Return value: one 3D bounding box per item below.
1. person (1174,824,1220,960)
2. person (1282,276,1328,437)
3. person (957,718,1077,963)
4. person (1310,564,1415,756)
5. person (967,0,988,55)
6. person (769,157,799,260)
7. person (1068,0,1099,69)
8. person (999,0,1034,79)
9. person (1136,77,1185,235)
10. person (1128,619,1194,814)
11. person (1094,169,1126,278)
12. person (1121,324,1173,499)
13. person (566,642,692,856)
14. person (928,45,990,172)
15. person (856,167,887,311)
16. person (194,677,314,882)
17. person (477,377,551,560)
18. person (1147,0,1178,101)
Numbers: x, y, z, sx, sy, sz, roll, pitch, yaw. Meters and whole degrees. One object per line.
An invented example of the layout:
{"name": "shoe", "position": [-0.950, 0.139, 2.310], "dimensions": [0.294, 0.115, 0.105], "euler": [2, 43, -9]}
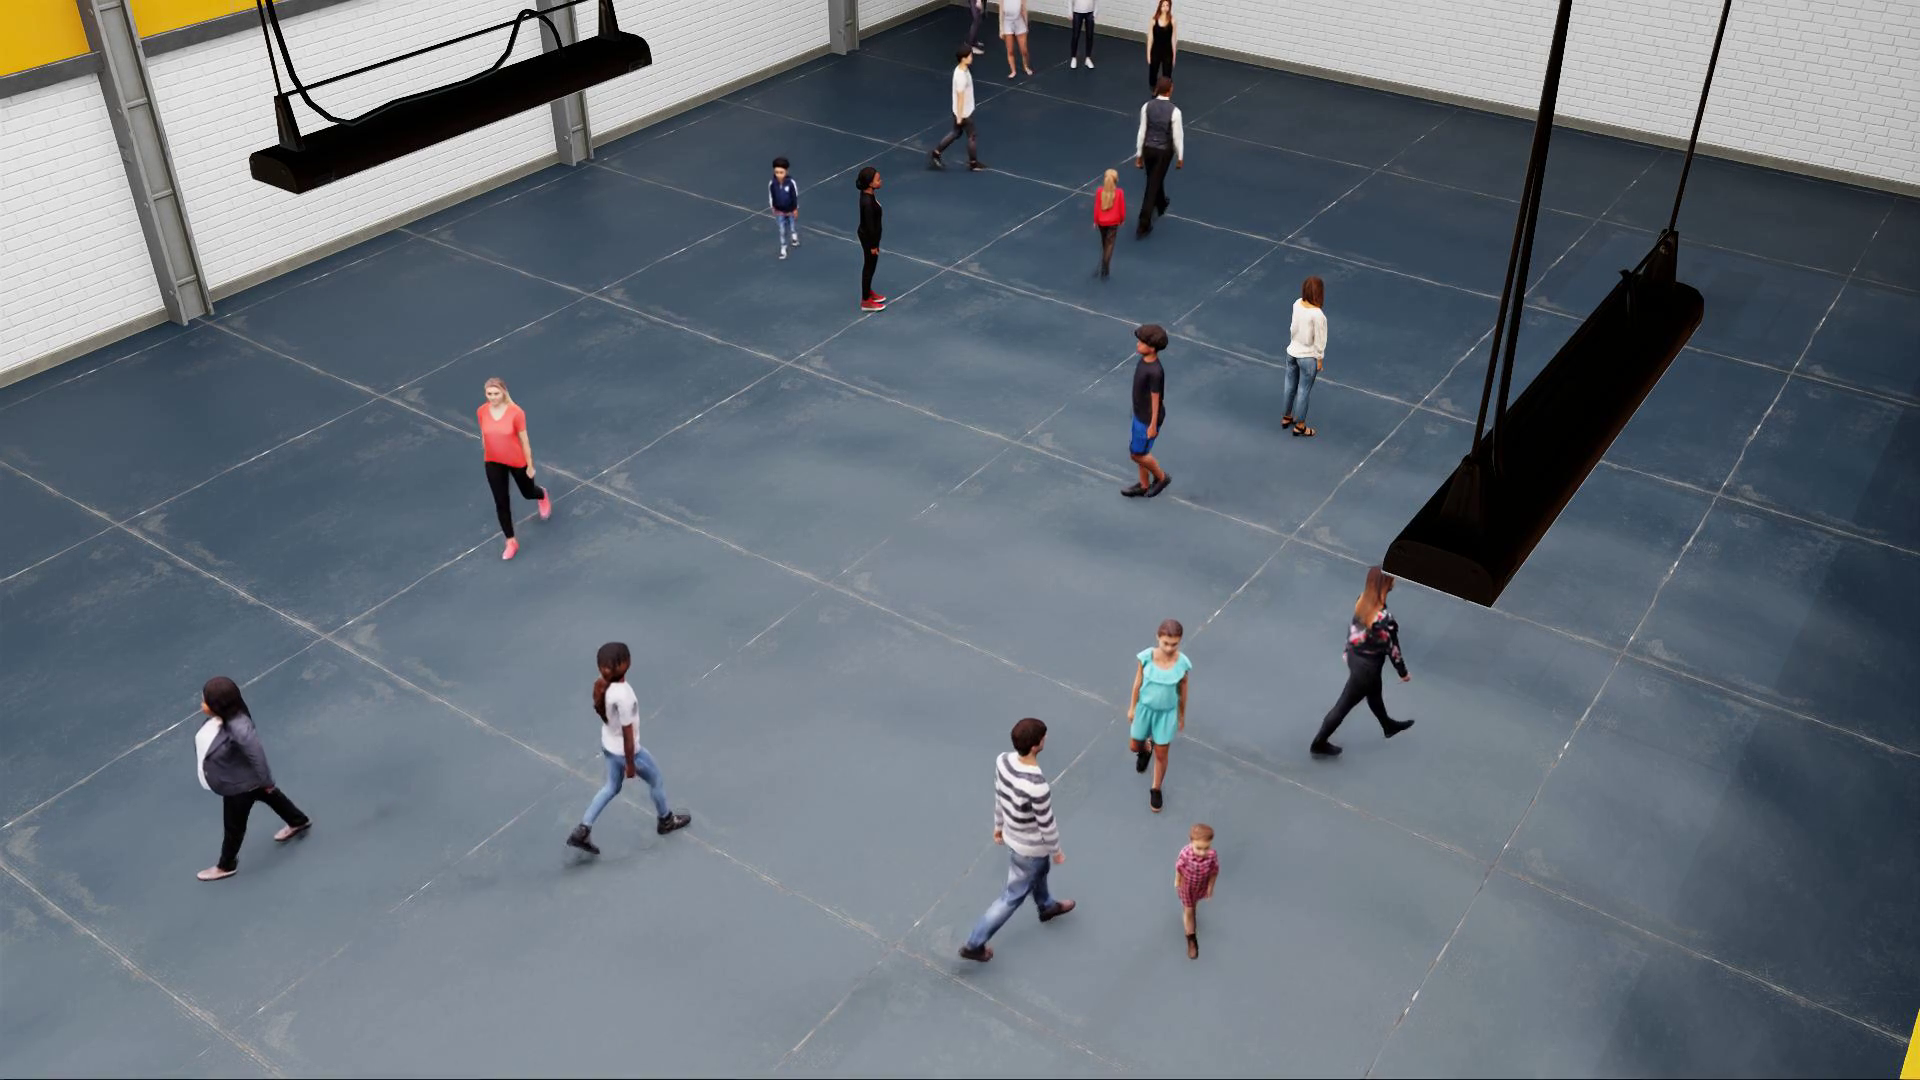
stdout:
{"name": "person", "position": [1.544, 2.196, 10.909], "dimensions": [0.657, 0.996, 0.764], "euler": [0, 34, 0]}
{"name": "person", "position": [3.374, -1.816, 16.325], "dimensions": [0.697, 1.683, 0.695], "euler": [-15, 37, -22]}
{"name": "person", "position": [0.342, 1.945, 10.548], "dimensions": [1.278, 1.813, 1.028], "euler": [-16, 37, -22]}
{"name": "person", "position": [2.891, 0.936, 12.230], "dimensions": [1.105, 1.632, 1.052], "euler": [-4, 34, -7]}
{"name": "person", "position": [0.255, -8.634, 26.488], "dimensions": [0.942, 1.787, 0.776], "euler": [-1, 34, -1]}
{"name": "person", "position": [-2.098, -4.039, 20.104], "dimensions": [0.727, 1.202, 0.869], "euler": [5, 34, 7]}
{"name": "person", "position": [1.932, -8.232, 25.964], "dimensions": [0.700, 1.697, 0.737], "euler": [-2, 34, -3]}
{"name": "person", "position": [0.851, -7.893, 25.531], "dimensions": [0.789, 1.613, 0.790], "euler": [-4, 34, -6]}
{"name": "person", "position": [2.392, -4.684, 20.479], "dimensions": [0.736, 1.861, 1.265], "euler": [20, 38, 27]}
{"name": "person", "position": [1.419, 1.184, 11.930], "dimensions": [0.740, 1.552, 0.875], "euler": [7, 34, 11]}
{"name": "person", "position": [1.741, -3.713, 19.569], "dimensions": [0.688, 1.251, 0.976], "euler": [10, 35, 15]}
{"name": "person", "position": [1.800, -1.155, 15.233], "dimensions": [0.858, 1.790, 0.798], "euler": [-6, 34, -9]}
{"name": "person", "position": [-2.390, 1.463, 11.389], "dimensions": [1.198, 1.686, 0.885], "euler": [-19, 38, -26]}
{"name": "person", "position": [-0.042, -5.762, 22.251], "dimensions": [1.083, 1.695, 1.077], "euler": [-3, 34, -4]}
{"name": "person", "position": [-1.022, -3.403, 18.719], "dimensions": [0.722, 1.676, 0.656], "euler": [-4, 34, -7]}
{"name": "person", "position": [-4.840, 1.558, 11.360], "dimensions": [1.145, 1.559, 0.888], "euler": [-22, 40, -30]}
{"name": "person", "position": [-3.938, -0.712, 14.676], "dimensions": [0.947, 1.669, 1.167], "euler": [3, 34, 5]}
{"name": "person", "position": [2.950, -7.049, 24.170], "dimensions": [0.733, 1.714, 0.814], "euler": [4, 34, 6]}
